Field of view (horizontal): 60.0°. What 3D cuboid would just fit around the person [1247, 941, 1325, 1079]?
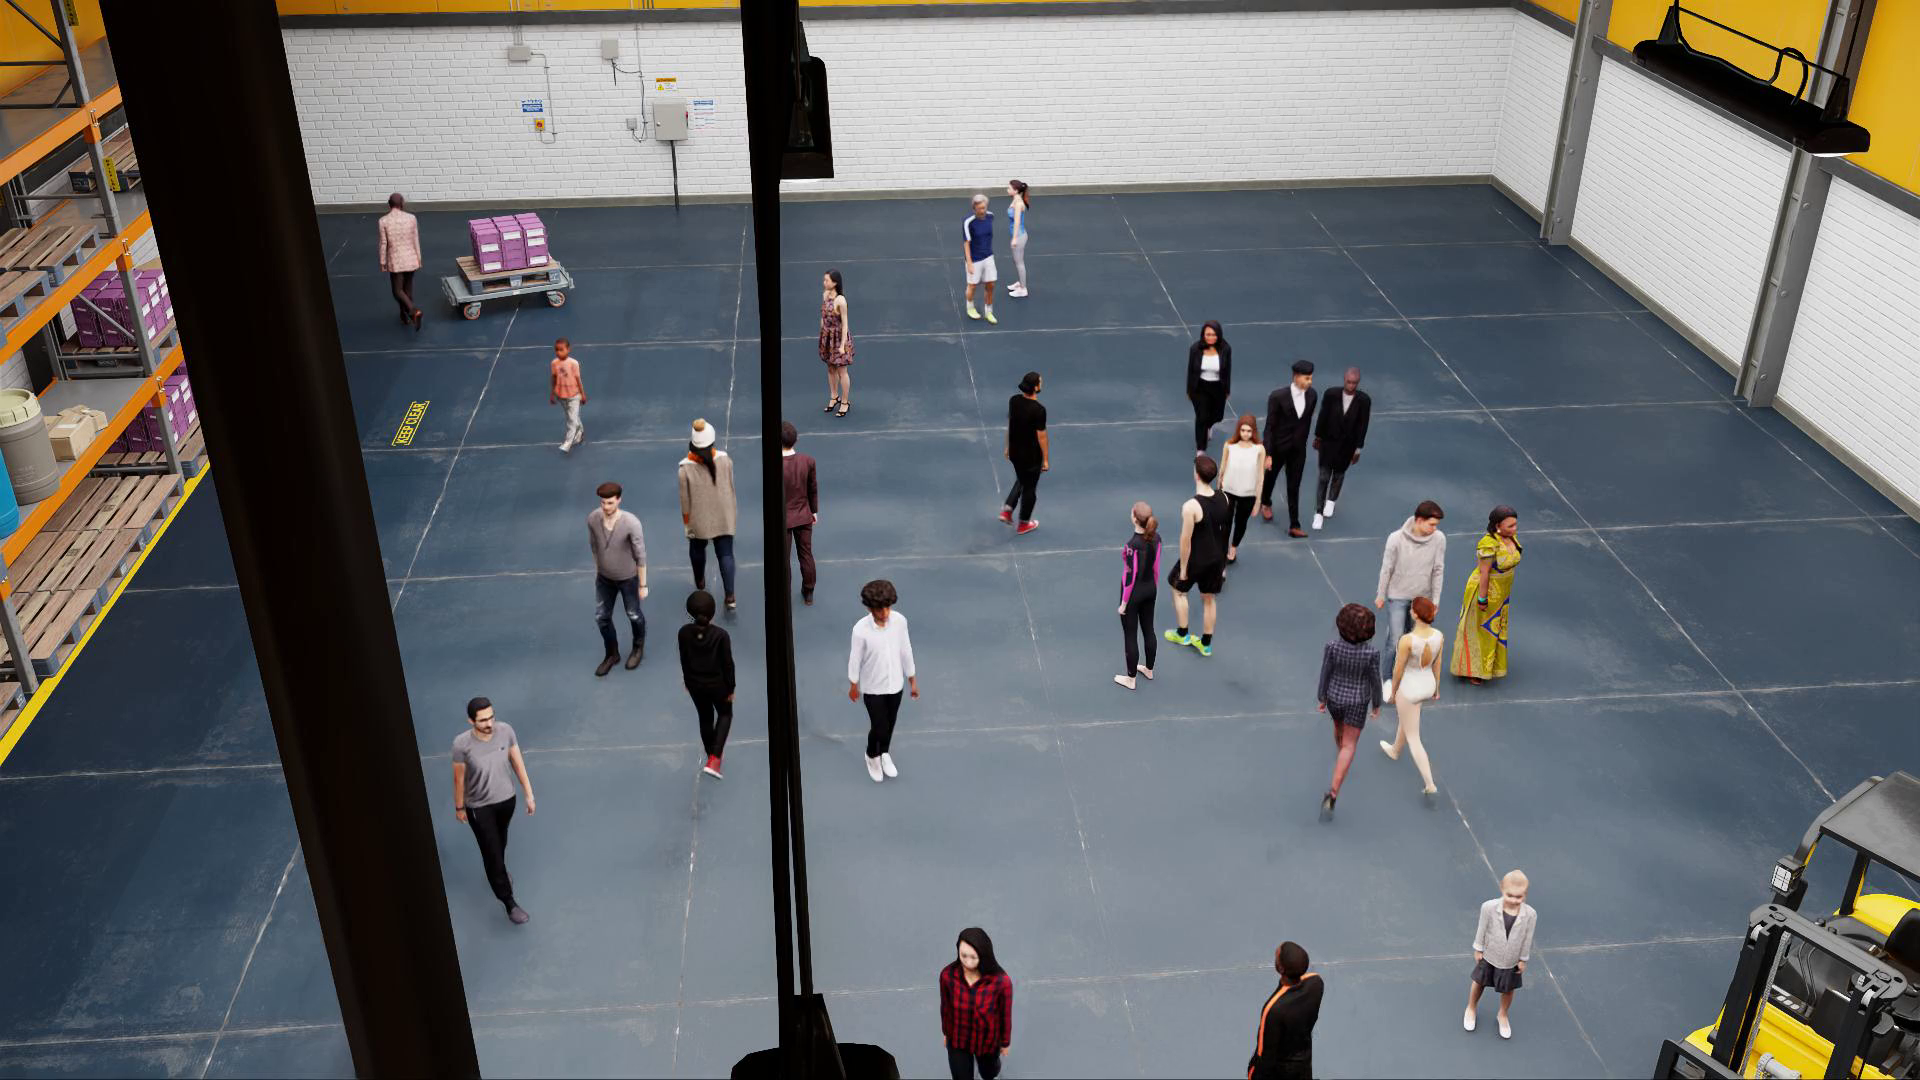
[{"bbox_3d":[1.915,3.044,9.465,0.973,1.783,1.232,-16,32,-26],"label":"person"}]

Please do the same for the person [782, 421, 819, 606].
[{"bbox_3d":[-1.555,-0.219,15.363,0.768,1.866,0.751,-15,32,-25],"label":"person"}]

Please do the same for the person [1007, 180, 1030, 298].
[{"bbox_3d":[0.799,-4.162,22.862,0.620,1.605,0.464,0,29,-1],"label":"person"}]

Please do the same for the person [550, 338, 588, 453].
[{"bbox_3d":[-4.352,-1.658,18.608,0.711,1.283,0.937,8,30,14],"label":"person"}]

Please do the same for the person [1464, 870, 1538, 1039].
[{"bbox_3d":[3.492,2.648,10.724,0.576,1.274,0.610,8,30,15],"label":"person"}]

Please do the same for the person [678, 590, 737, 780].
[{"bbox_3d":[-1.984,1.175,13.019,0.698,1.661,0.858,4,29,7],"label":"person"}]

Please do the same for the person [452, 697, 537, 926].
[{"bbox_3d":[-3.364,1.810,11.801,1.043,1.715,1.173,-24,36,-36],"label":"person"}]

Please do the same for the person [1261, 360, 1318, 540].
[{"bbox_3d":[3.255,-0.981,16.804,0.808,1.822,1.206,-4,29,-7],"label":"person"}]

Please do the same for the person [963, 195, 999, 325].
[{"bbox_3d":[0.231,-3.720,21.875,0.874,1.774,0.983,-21,35,-34],"label":"person"}]

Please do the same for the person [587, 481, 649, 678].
[{"bbox_3d":[-2.923,0.262,14.462,0.835,1.884,0.897,8,30,14],"label":"person"}]

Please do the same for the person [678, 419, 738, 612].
[{"bbox_3d":[-2.284,-0.203,15.330,0.772,1.868,1.165,-6,29,-11],"label":"person"}]

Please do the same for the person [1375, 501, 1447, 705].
[{"bbox_3d":[3.828,0.427,14.235,0.680,1.811,1.150,-1,29,-1],"label":"person"}]

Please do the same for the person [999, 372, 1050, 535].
[{"bbox_3d":[0.597,-0.832,16.611,0.881,1.746,0.815,-26,38,-38],"label":"person"}]

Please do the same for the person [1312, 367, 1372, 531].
[{"bbox_3d":[3.874,-1.016,16.966,0.851,1.728,1.032,8,30,15],"label":"person"}]

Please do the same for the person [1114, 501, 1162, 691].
[{"bbox_3d":[1.526,0.464,14.231,0.656,1.750,0.686,-21,35,-33],"label":"person"}]

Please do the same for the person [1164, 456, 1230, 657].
[{"bbox_3d":[2.175,0.190,14.604,0.810,1.873,0.848,-14,32,-25],"label":"person"}]

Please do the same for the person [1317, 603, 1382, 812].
[{"bbox_3d":[2.957,1.312,12.773,0.963,1.657,1.166,13,31,23],"label":"person"}]

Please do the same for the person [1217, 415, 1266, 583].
[{"bbox_3d":[2.691,-0.466,16.011,0.819,1.677,1.137,7,29,13],"label":"person"}]

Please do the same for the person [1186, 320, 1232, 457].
[{"bbox_3d":[2.733,-1.690,18.334,0.679,1.602,0.843,0,29,0],"label":"person"}]

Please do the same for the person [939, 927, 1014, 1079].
[{"bbox_3d":[0.104,2.898,9.890,0.760,1.633,1.059,5,29,9],"label":"person"}]

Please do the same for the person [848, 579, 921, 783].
[{"bbox_3d":[-0.660,1.058,13.096,0.753,1.794,0.767,-17,33,-28],"label":"person"}]

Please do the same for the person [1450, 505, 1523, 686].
[{"bbox_3d":[4.576,0.440,14.367,1.054,1.661,0.994,22,35,34],"label":"person"}]

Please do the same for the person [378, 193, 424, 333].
[{"bbox_3d":[-7.219,-3.581,21.625,1.085,1.770,1.208,-24,37,-37],"label":"person"}]

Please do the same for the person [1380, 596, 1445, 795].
[{"bbox_3d":[3.601,1.238,12.963,0.790,1.606,1.119,-11,31,-20],"label":"person"}]

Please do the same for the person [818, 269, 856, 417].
[{"bbox_3d":[-1.449,-2.282,19.239,0.862,1.774,0.788,-23,36,-35],"label":"person"}]
